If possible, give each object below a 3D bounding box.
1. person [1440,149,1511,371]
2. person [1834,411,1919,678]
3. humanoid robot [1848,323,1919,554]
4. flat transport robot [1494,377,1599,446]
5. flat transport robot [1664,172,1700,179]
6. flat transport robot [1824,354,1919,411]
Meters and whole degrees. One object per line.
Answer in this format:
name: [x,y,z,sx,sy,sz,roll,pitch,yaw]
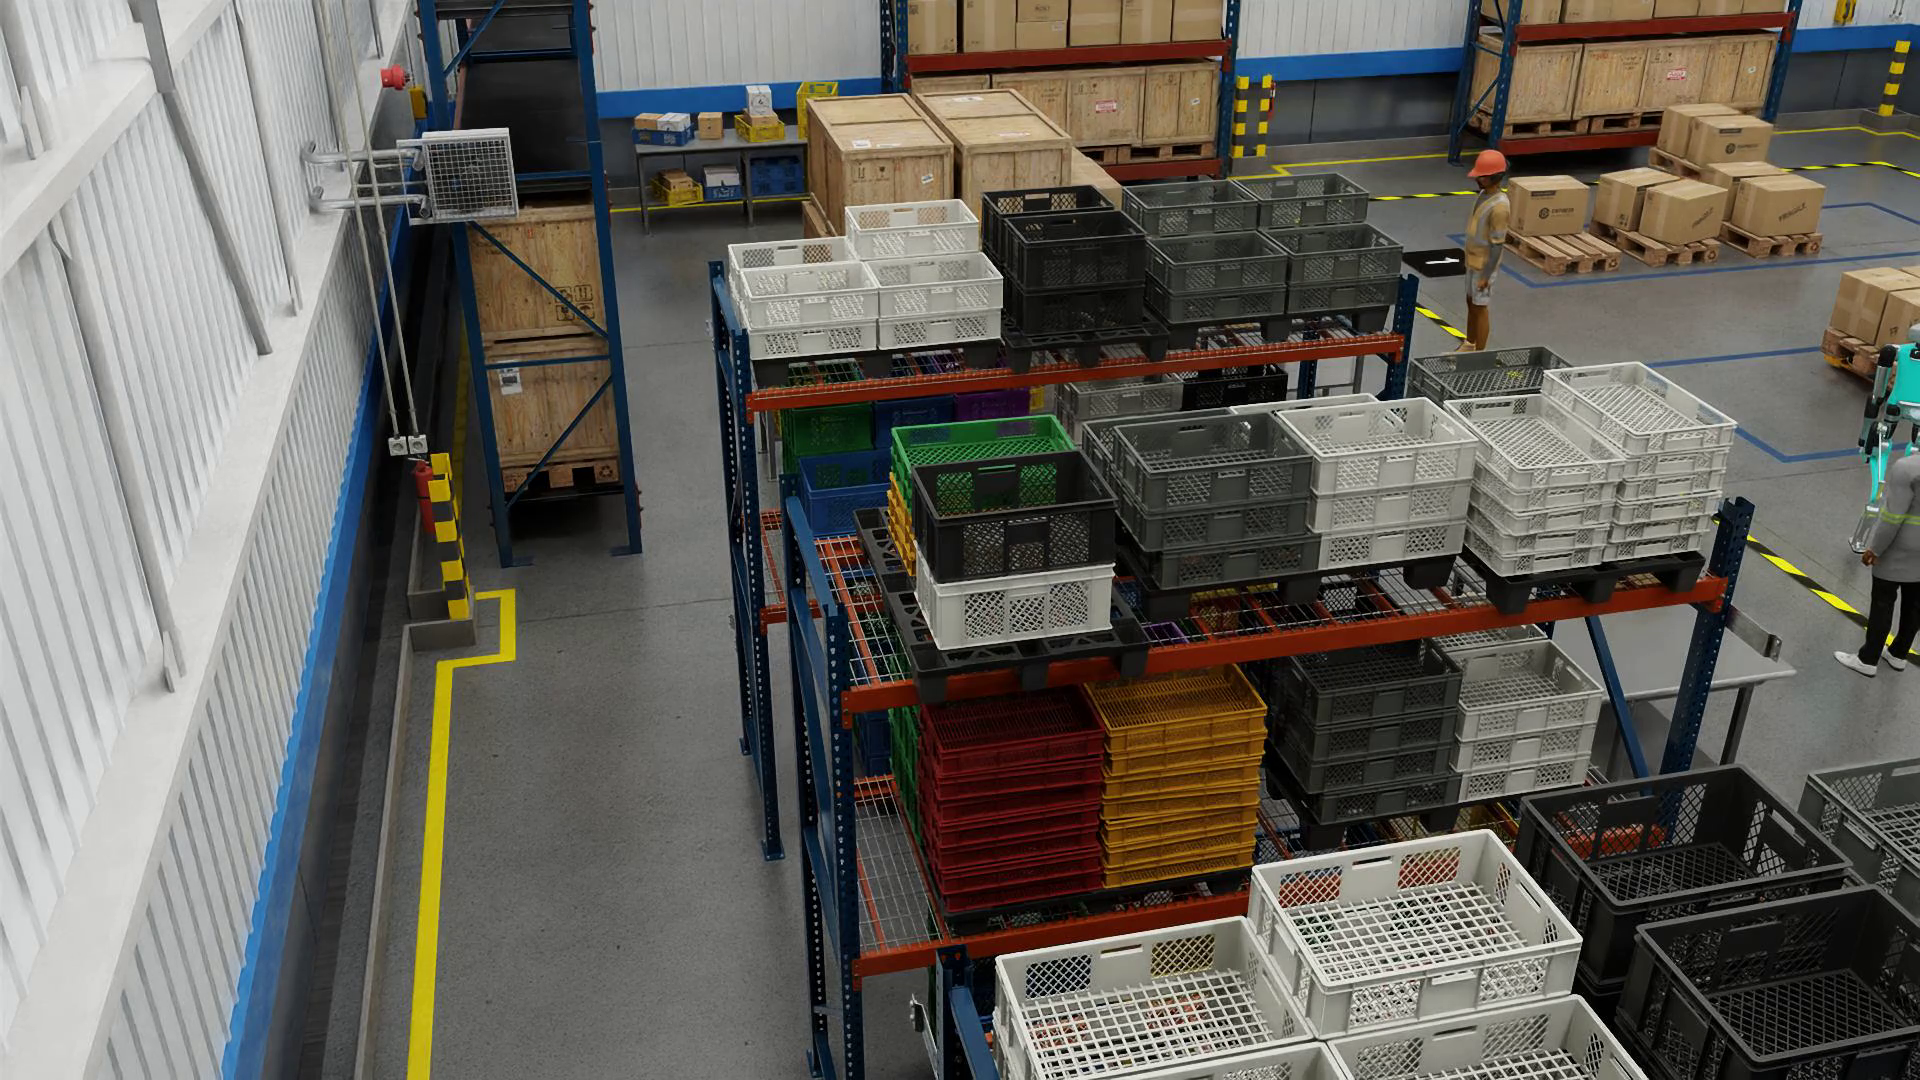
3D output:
person: [4.626,-2.475,14.846,0.385,2.039,0.605,1,28,2]
person: [5.900,-0.009,10.364,0.597,1.850,0.386,-7,29,-14]
humanoid robot: [6.516,-0.632,11.531,0.533,1.673,0.735,14,31,24]
flat transport robot: [4.780,-1.036,14.013,0.659,0.231,1.431,-6,28,-12]
flat transport robot: [9.096,-4.357,20.283,1.431,0.197,0.652,-6,28,-12]
flat transport robot: [8.473,-1.467,14.800,0.652,0.197,1.431,-6,28,-12]
